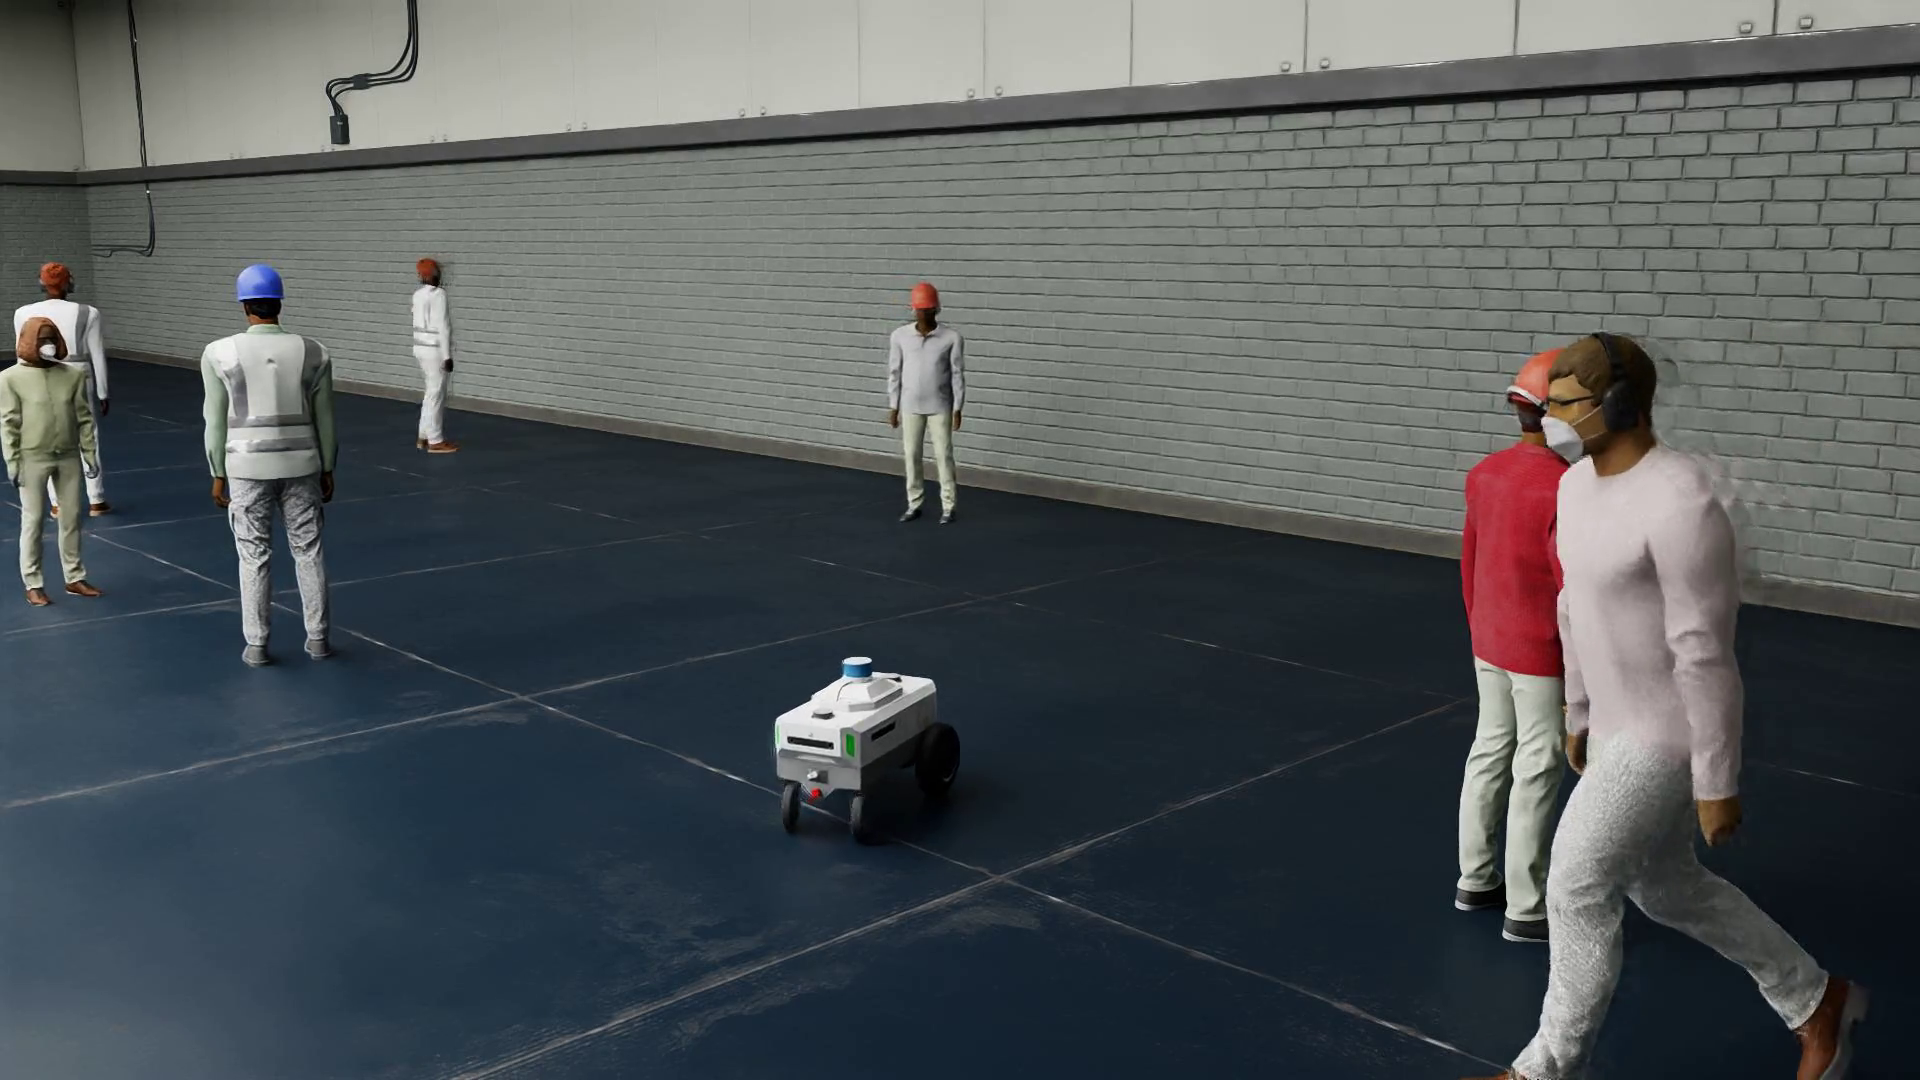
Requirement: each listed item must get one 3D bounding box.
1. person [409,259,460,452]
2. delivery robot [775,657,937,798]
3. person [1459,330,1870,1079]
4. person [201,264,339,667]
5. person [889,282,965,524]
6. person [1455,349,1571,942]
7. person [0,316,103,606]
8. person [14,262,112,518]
[{"bbox_3d":[-5.056,-1.755,15.948,0.364,1.858,0.614,-8,13,-38],"label":"person"},{"bbox_3d":[-0.367,0.667,6.008,0.477,0.478,0.707,5,12,25],"label":"delivery robot"},{"bbox_3d":[1.692,0.453,3.855,0.928,1.887,0.643,0,10,2],"label":"person"},{"bbox_3d":[-3.333,-0.355,8.074,0.601,1.939,0.417,-7,13,-34],"label":"person"},{"bbox_3d":[-0.243,-0.985,12.027,0.569,1.744,0.357,2,11,12],"label":"person"},{"bbox_3d":[1.716,0.310,4.942,0.339,1.747,0.576,-3,11,-15],"label":"person"},{"bbox_3d":[-5.147,-0.446,9.408,0.288,1.628,0.501,7,13,35],"label":"person"},{"bbox_3d":[-6.601,-1.099,12.269,0.583,1.881,0.337,-4,11,-23],"label":"person"}]
